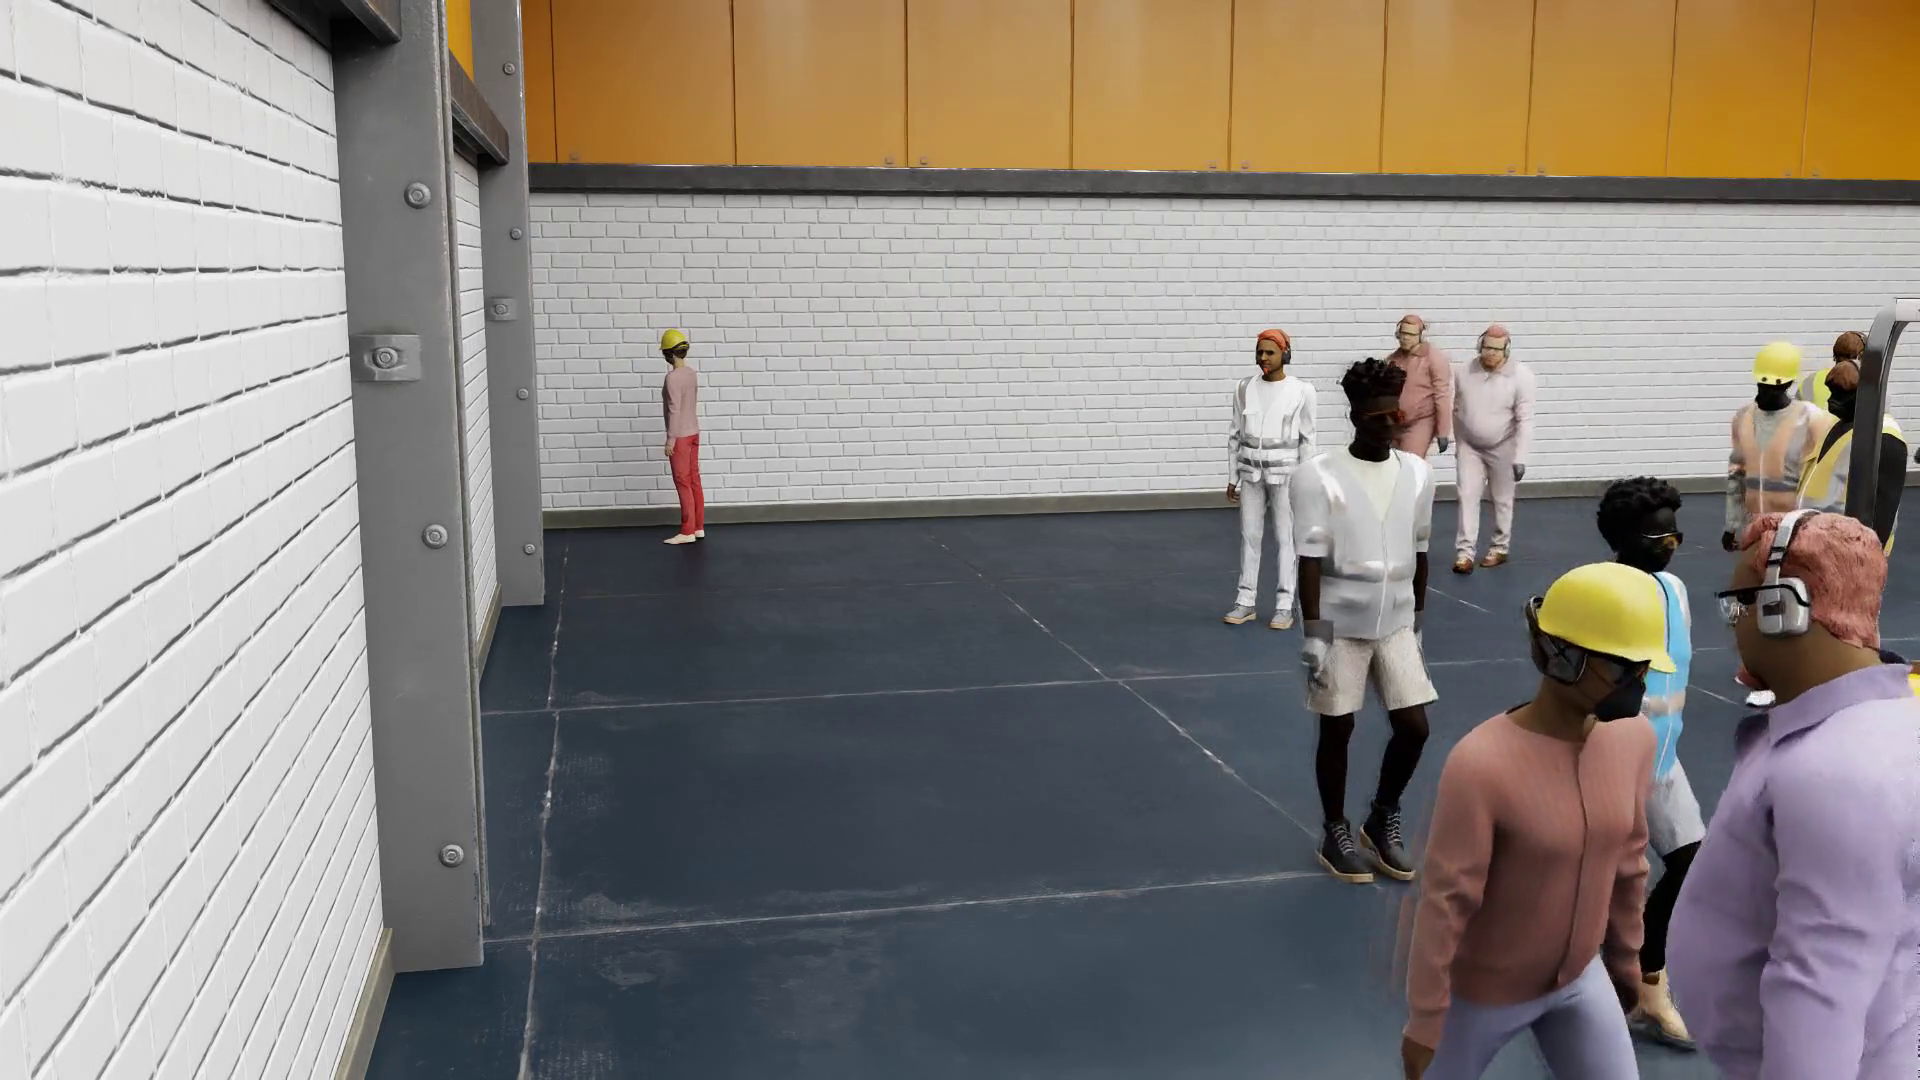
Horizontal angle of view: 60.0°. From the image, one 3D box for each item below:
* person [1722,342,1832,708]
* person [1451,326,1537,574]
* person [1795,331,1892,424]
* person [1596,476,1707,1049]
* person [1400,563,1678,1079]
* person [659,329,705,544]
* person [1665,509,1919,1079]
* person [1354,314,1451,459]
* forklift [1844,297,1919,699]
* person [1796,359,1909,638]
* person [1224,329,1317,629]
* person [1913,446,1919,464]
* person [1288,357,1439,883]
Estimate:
[{"bbox_3d":[4.258,-0.087,8.693,0.751,1.880,0.702,-4,10,-21],"label":"person"},{"bbox_3d":[3.912,-0.654,12.301,0.653,1.831,1.004,6,11,34],"label":"person"},{"bbox_3d":[5.966,-0.485,11.239,0.429,1.844,0.627,-8,12,-39],"label":"person"},{"bbox_3d":[1.954,0.660,4.739,0.563,1.681,0.515,-6,11,-33],"label":"person"},{"bbox_3d":[1.136,0.884,3.257,0.614,1.717,0.816,-4,10,-25],"label":"person"},{"bbox_3d":[-2.309,-0.844,13.662,0.322,1.765,0.533,2,10,12],"label":"person"},{"bbox_3d":[1.343,0.896,2.700,0.395,1.890,0.687,5,11,28],"label":"person"},{"bbox_3d":[3.581,-0.874,13.457,0.719,1.881,0.687,-5,10,-27],"label":"person"},{"bbox_3d":[3.542,0.334,5.177,2.313,2.155,1.214,-9,13,-43],"label":"forklift"},{"bbox_3d":[4.231,0.053,7.975,0.429,1.839,0.623,1,9,6],"label":"person"},{"bbox_3d":[1.946,-0.382,10.488,0.573,1.883,0.356,6,11,32],"label":"person"},{"bbox_3d":[7.886,-0.711,13.297,0.523,1.621,0.647,-3,10,-15],"label":"person"},{"bbox_3d":[1.492,0.315,6.060,0.606,1.948,0.495,-2,10,-13],"label":"person"}]
